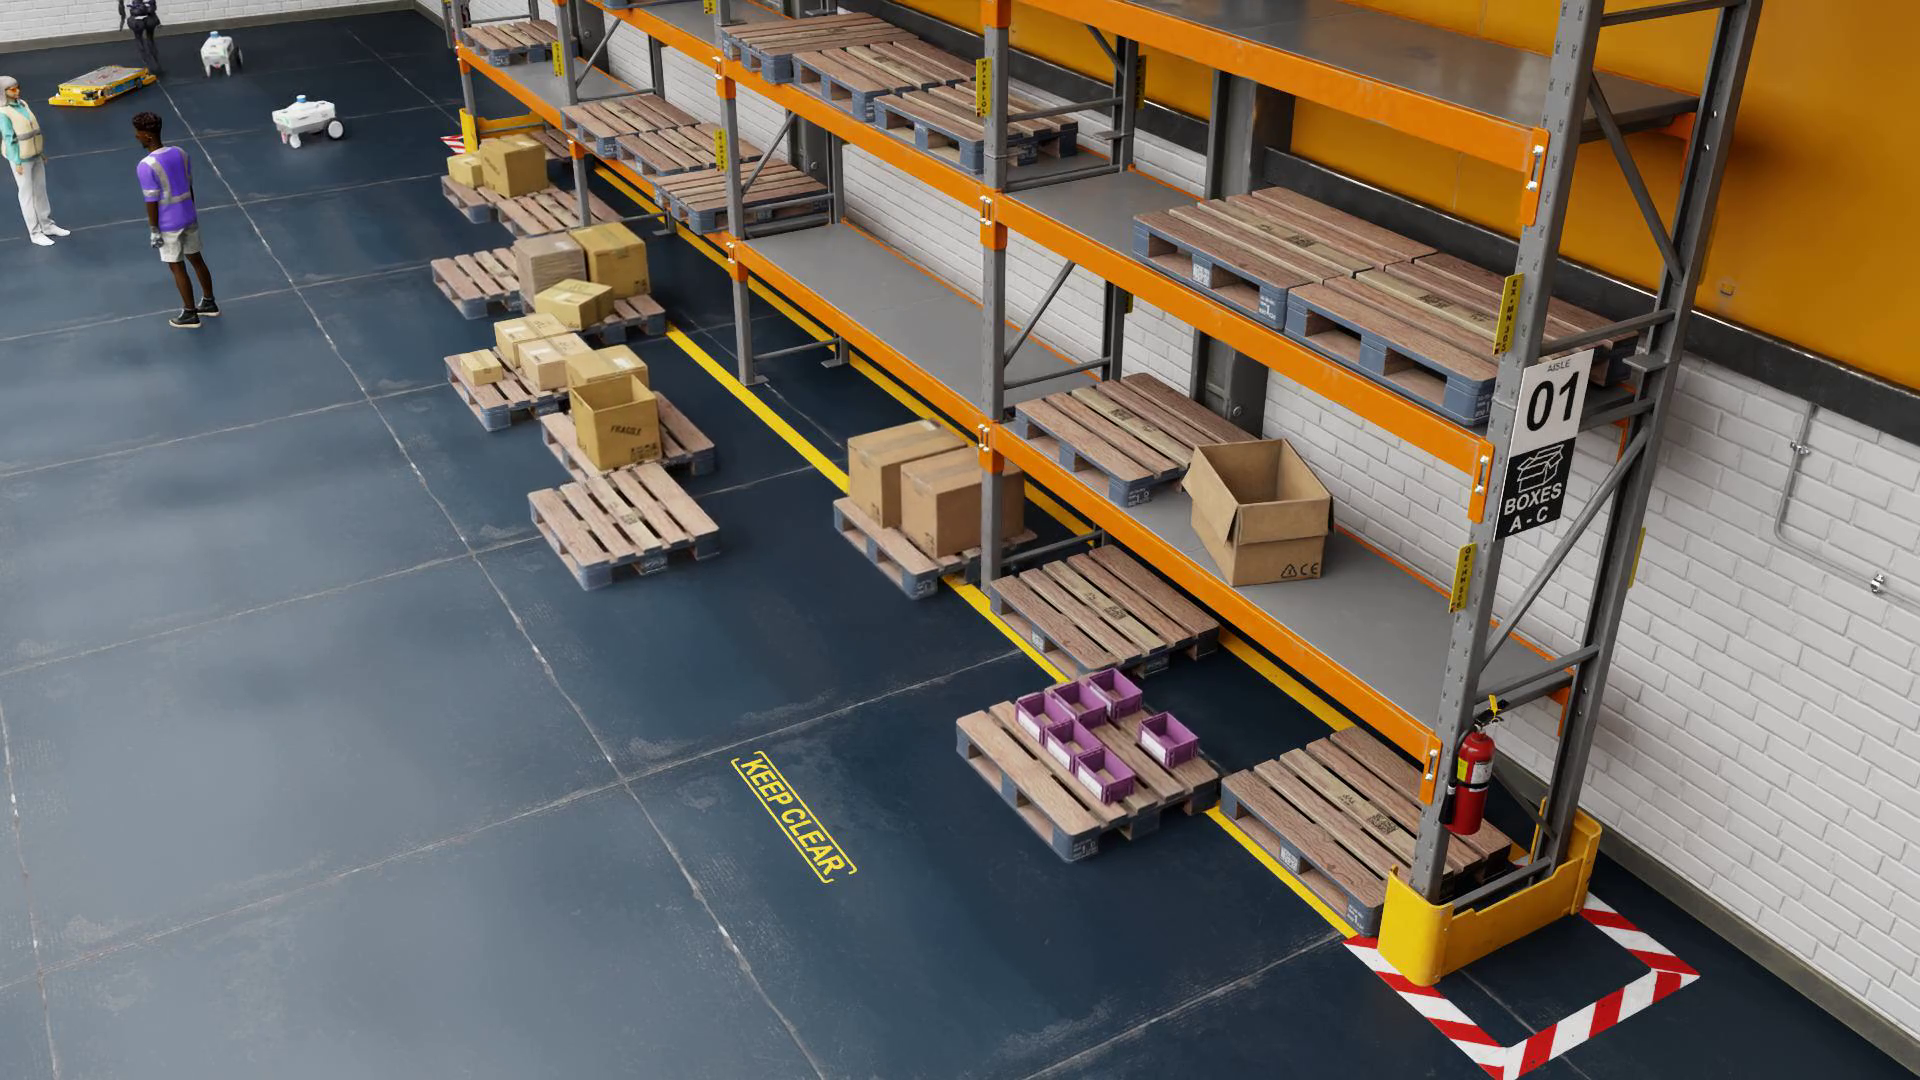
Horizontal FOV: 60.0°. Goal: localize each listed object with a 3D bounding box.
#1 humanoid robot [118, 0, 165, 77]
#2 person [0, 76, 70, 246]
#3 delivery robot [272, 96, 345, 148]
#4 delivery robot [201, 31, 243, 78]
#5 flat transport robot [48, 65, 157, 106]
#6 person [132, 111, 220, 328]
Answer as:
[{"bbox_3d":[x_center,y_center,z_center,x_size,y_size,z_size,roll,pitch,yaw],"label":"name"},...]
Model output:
[{"bbox_3d":[-11.366,-7.255,23.014,0.361,1.659,0.590,16,33,26],"label":"humanoid robot"},{"bbox_3d":[-9.573,-3.888,17.033,0.362,1.709,0.472,2,30,3],"label":"person"},{"bbox_3d":[-8.027,-5.164,20.449,0.503,0.585,0.757,21,36,32],"label":"delivery robot"},{"bbox_3d":[-10.457,-6.870,23.456,0.499,0.581,0.774,-7,30,-12],"label":"delivery robot"},{"bbox_3d":[-11.570,-6.129,22.453,0.659,0.231,1.431,4,30,8],"label":"flat transport robot"},{"bbox_3d":[-7.106,-2.891,15.027,0.366,1.959,0.603,7,30,12],"label":"person"}]
